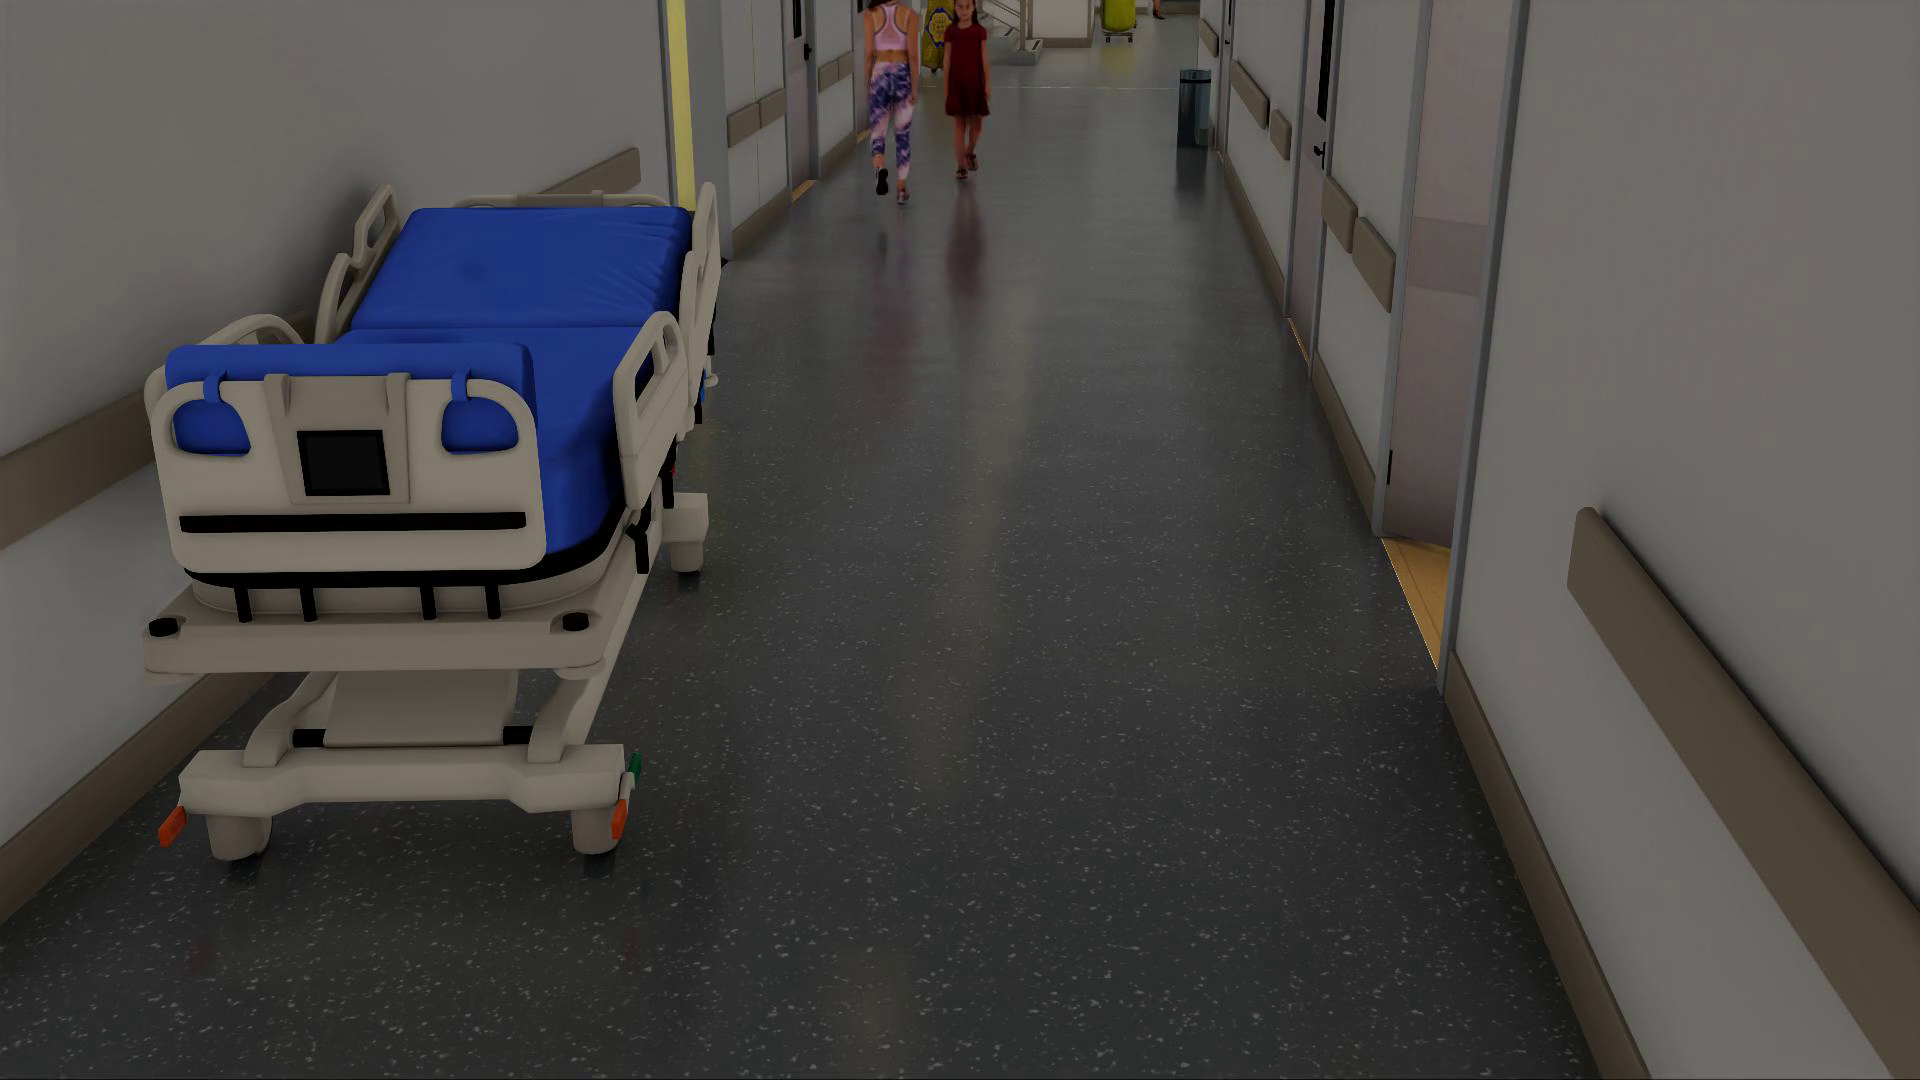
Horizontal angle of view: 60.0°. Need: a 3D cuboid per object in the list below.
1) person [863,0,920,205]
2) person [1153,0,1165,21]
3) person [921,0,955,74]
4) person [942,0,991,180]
[{"bbox_3d":[-0.512,-3.380,12.511,0.899,1.750,0.678,1,21,1],"label":"person"},{"bbox_3d":[4.189,-11.798,34.608,0.522,1.841,0.603,2,21,4],"label":"person"},{"bbox_3d":[-0.238,-7.410,23.279,0.723,1.661,0.926,0,21,0],"label":"person"},{"bbox_3d":[0.045,-3.834,14.007,0.727,1.533,0.699,-1,21,-2],"label":"person"}]
